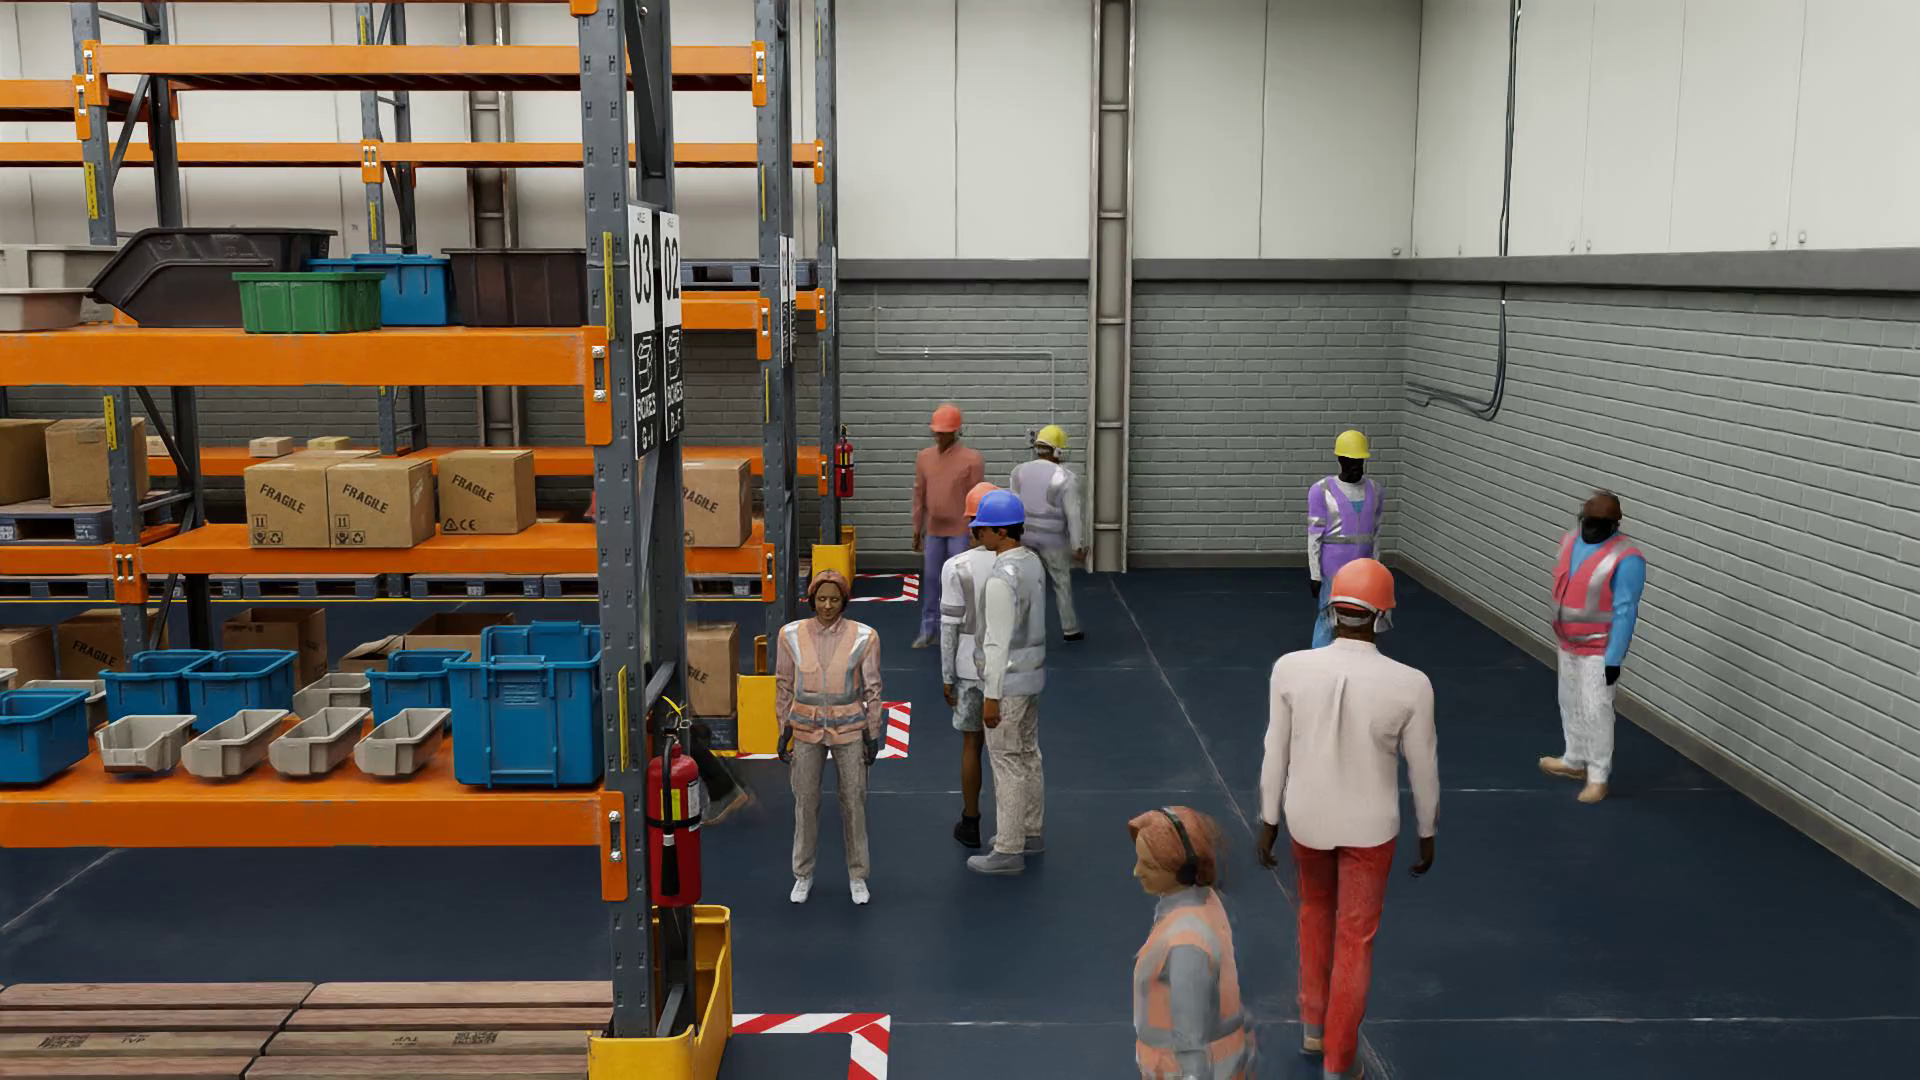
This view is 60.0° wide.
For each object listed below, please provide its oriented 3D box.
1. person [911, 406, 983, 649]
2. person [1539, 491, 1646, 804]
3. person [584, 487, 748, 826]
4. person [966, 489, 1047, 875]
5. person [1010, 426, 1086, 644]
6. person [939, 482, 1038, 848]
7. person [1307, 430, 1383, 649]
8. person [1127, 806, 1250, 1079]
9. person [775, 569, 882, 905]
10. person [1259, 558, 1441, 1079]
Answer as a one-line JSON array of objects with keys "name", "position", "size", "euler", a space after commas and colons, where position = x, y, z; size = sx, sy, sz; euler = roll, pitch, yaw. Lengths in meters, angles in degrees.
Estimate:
[{"name": "person", "position": [-0.128, -0.079, 13.128], "size": [0.654, 1.964, 0.449], "euler": [6, 11, 31]}, {"name": "person", "position": [3.595, 0.593, 9.531], "size": [0.469, 1.803, 0.751], "euler": [-2, 10, -15]}, {"name": "person", "position": [-1.692, 0.615, 9.006], "size": [1.063, 1.946, 0.616], "euler": [-1, 9, -8]}, {"name": "person", "position": [0.240, 0.708, 8.401], "size": [0.412, 1.938, 0.610], "euler": [3, 10, 19]}, {"name": "person", "position": [0.686, -0.015, 13.329], "size": [0.632, 1.788, 0.796], "euler": [6, 11, 34]}, {"name": "person", "position": [0.153, 0.659, 8.745], "size": [0.547, 1.929, 0.386], "euler": [-2, 9, -12]}, {"name": "person", "position": [2.686, 0.196, 11.568], "size": [0.588, 1.927, 0.365], "euler": [-4, 10, -22]}, {"name": "person", "position": [0.685, 1.501, 4.497], "size": [0.496, 1.619, 0.516], "euler": [3, 10, 19]}, {"name": "person", "position": [-0.623, 0.939, 7.928], "size": [0.515, 1.633, 0.317], "euler": [1, 9, 3]}, {"name": "person", "position": [1.480, 1.041, 6.254], "size": [0.651, 1.964, 0.742], "euler": [5, 10, 27]}]
